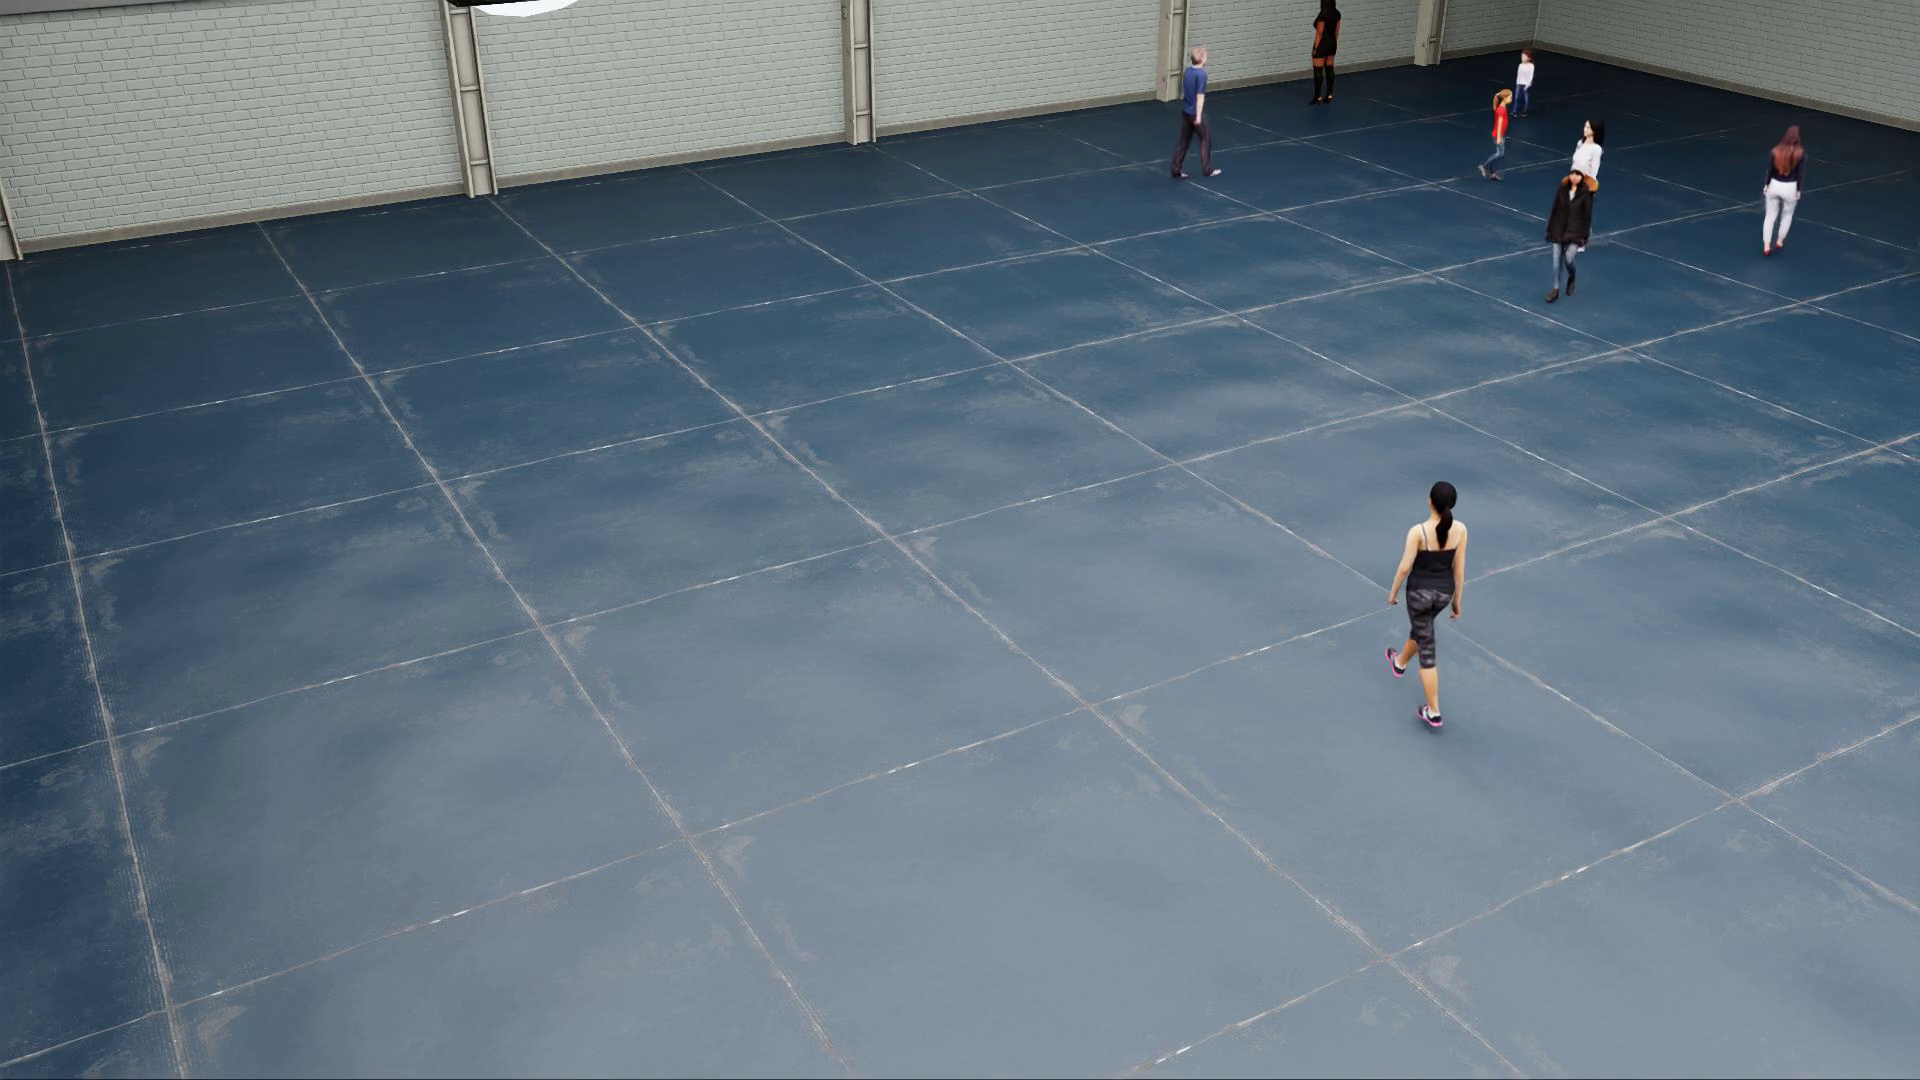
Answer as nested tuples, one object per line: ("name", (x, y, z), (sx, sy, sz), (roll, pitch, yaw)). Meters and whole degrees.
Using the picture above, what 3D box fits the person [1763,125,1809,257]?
("person", (10.148, -4.290, 20.557), (0.783, 1.587, 0.874), (18, 32, 31))

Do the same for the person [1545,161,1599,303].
("person", (6.994, -3.547, 19.070), (0.739, 1.627, 0.801), (21, 34, 35))

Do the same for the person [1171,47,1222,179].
("person", (3.252, -6.040, 23.680), (0.978, 1.840, 0.706), (-13, 30, -24))

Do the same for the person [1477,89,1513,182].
("person", (7.636, -5.779, 23.761), (0.700, 1.302, 0.648), (11, 29, 20))

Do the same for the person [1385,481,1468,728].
("person", (3.189, 0.462, 11.222), (1.134, 1.684, 0.912), (-5, 28, -9))

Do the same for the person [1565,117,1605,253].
("person", (7.822, -4.415, 20.687), (0.661, 1.689, 0.695), (-9, 29, -17))

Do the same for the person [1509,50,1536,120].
("person", (9.299, -7.483, 27.314), (0.609, 1.078, 0.821), (21, 34, 34))

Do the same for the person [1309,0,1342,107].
("person", (6.152, -8.294, 28.042), (0.511, 1.854, 0.692), (-15, 31, -26))
